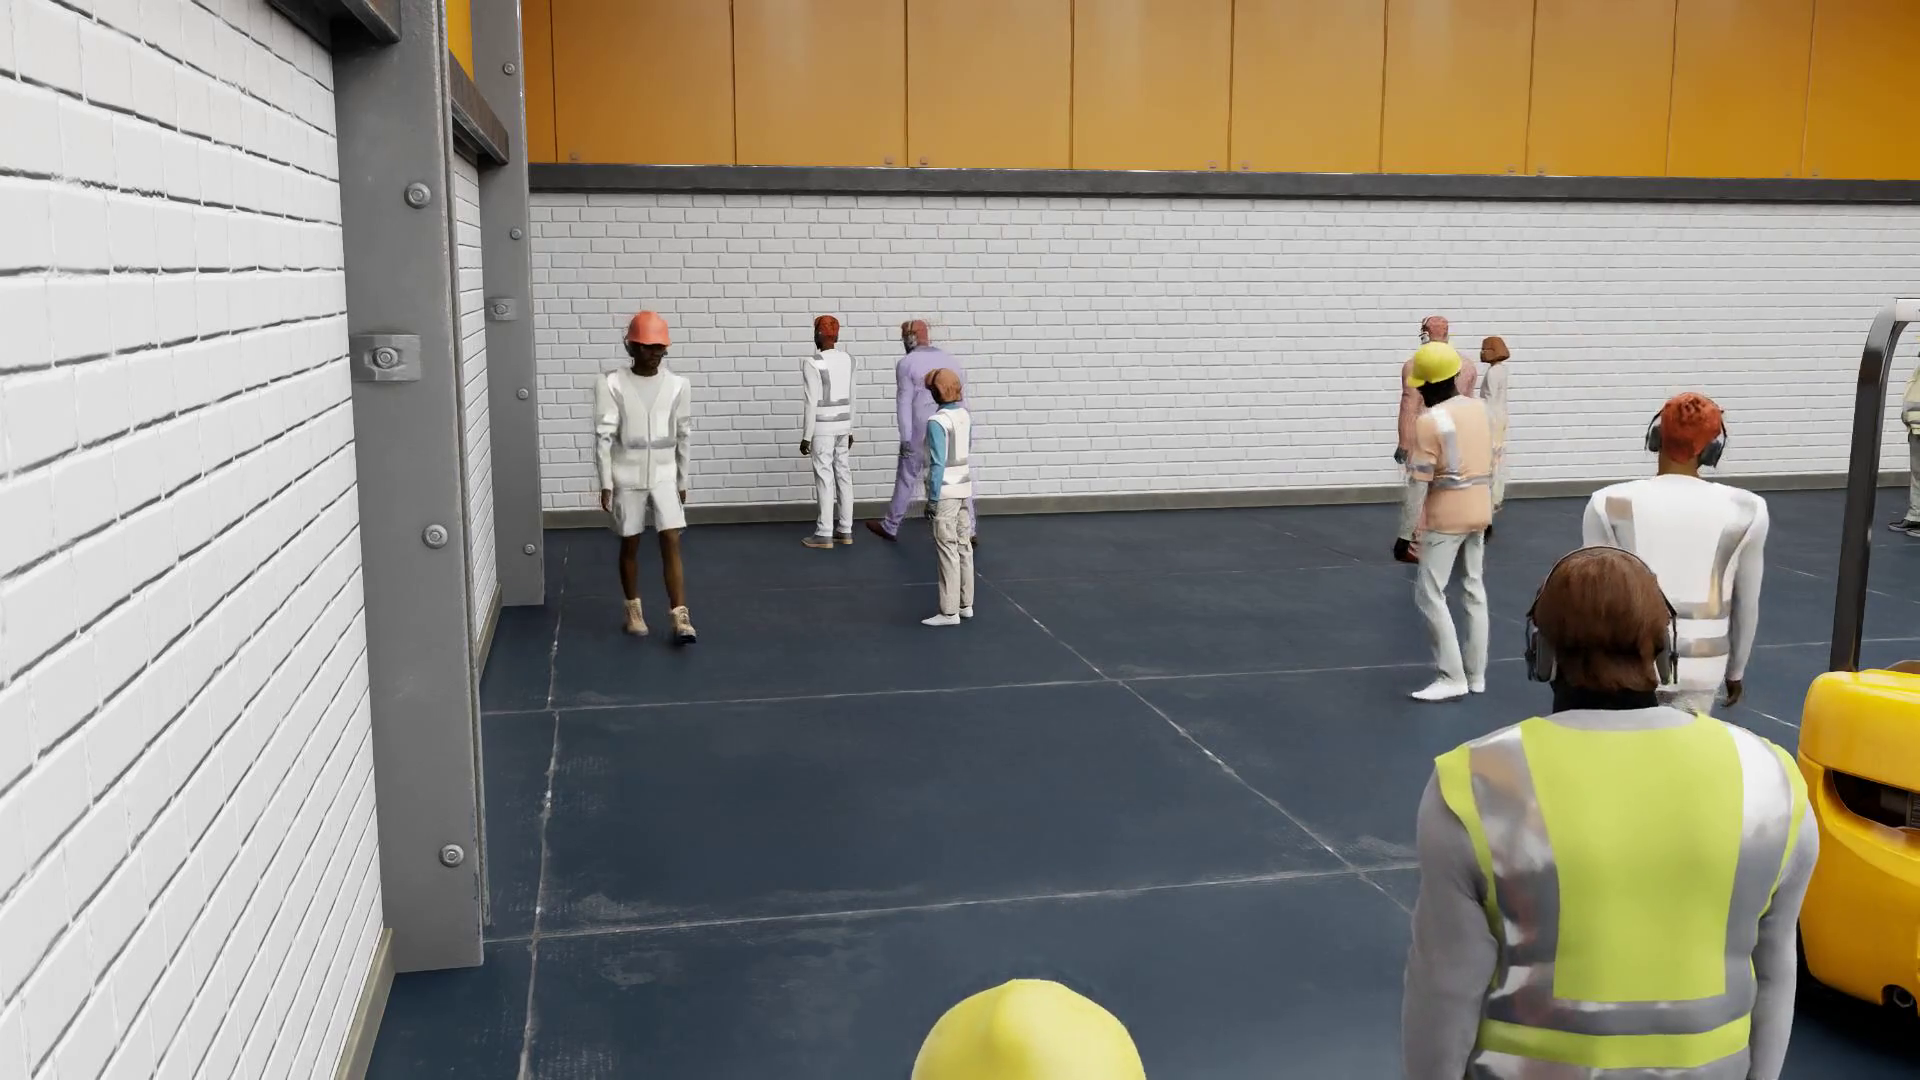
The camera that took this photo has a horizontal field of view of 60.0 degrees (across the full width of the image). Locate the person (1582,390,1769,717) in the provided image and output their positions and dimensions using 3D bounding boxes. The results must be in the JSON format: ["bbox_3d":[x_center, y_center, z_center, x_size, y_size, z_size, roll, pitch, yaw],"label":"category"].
[{"bbox_3d":[2.346,0.434,5.577,0.583,1.857,0.574,3,10,20],"label":"person"}]

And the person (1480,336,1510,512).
[{"bbox_3d":[4.945,-1.074,15.464,0.277,1.634,0.501,5,11,29],"label":"person"}]

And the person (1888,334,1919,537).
[{"bbox_3d":[8.186,-0.947,14.073,0.403,1.837,0.591,1,9,6],"label":"person"}]

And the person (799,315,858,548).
[{"bbox_3d":[-1.069,-0.876,13.500,0.355,1.883,0.575,7,12,38],"label":"person"}]

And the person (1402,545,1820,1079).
[{"bbox_3d":[1.005,0.920,2.692,0.619,1.839,0.430,0,9,-1],"label":"person"}]

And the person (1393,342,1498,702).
[{"bbox_3d":[2.590,-0.093,8.752,0.663,1.887,0.394,-7,12,-36],"label":"person"}]

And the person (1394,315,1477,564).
[{"bbox_3d":[3.612,-0.763,12.754,0.639,1.904,0.409,-3,10,-20],"label":"person"}]

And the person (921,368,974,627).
[{"bbox_3d":[-0.078,-0.268,10.537,0.310,1.636,0.523,4,10,23],"label":"person"}]

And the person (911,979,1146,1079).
[{"bbox_3d":[0.046,1.169,1.475,0.529,1.732,0.869,1,9,8],"label":"person"}]

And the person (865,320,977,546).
[{"bbox_3d":[-0.276,-0.872,13.626,0.717,1.837,1.037,-8,12,-40],"label":"person"}]

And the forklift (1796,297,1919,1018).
[{"bbox_3d":[3.542,0.334,5.177,2.313,2.155,1.214,-9,13,-43],"label":"forklift"}]

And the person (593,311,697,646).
[{"bbox_3d":[-1.859,-0.352,9.950,0.622,1.995,1.015,-4,10,-23],"label":"person"}]
